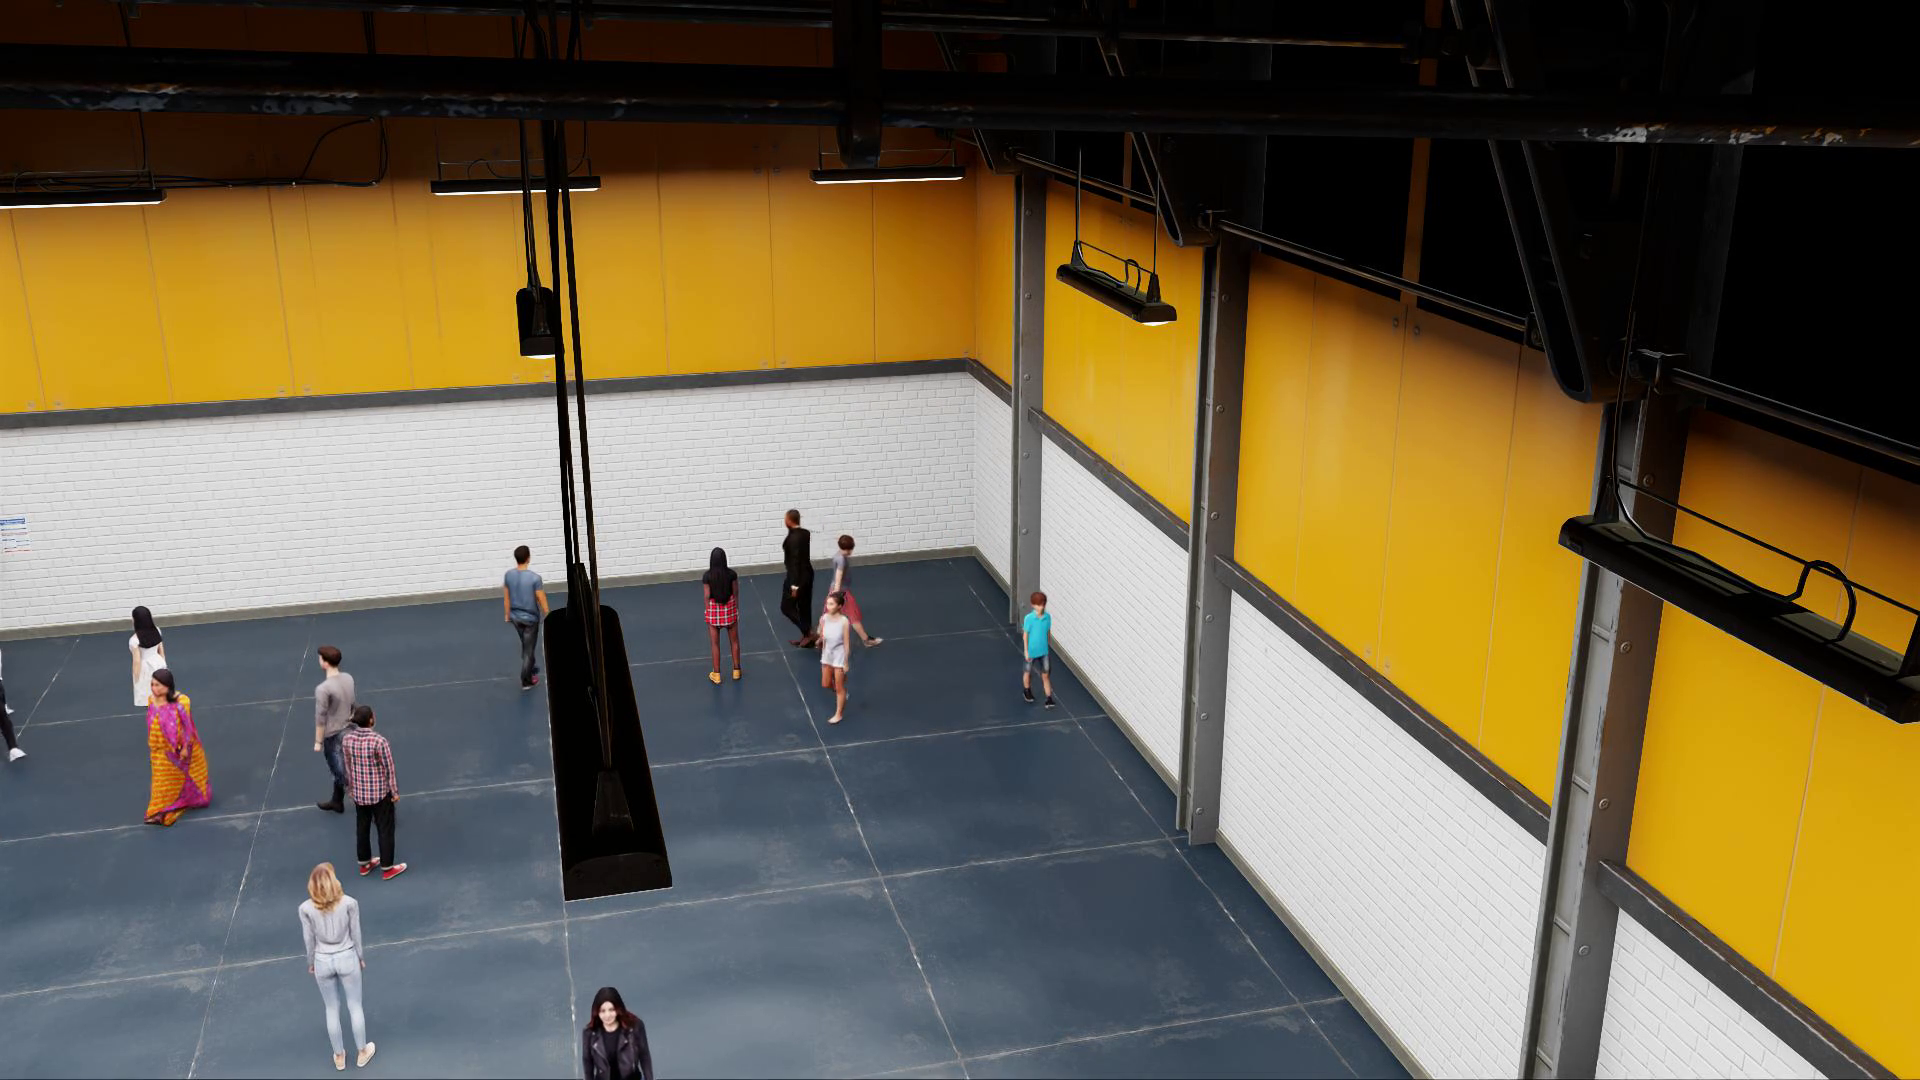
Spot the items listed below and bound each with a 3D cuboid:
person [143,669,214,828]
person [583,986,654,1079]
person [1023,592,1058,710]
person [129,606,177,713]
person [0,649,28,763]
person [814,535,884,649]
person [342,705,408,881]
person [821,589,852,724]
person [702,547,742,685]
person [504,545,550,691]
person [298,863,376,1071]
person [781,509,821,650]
[{"bbox_3d":[-8.078,2.067,17.215,0.920,1.666,1.226,2,19,6],"label":"person"},{"bbox_3d":[-2.434,3.882,11.914,0.688,1.610,1.035,-3,19,-10],"label":"person"},{"bbox_3d":[0.882,1.291,19.912,0.519,1.416,0.903,-5,19,-14],"label":"person"},{"bbox_3d":[-9.001,1.569,18.534,0.835,1.768,0.762,8,20,22],"label":"person"},{"bbox_3d":[-10.900,1.560,18.403,1.332,1.868,1.201,13,23,34],"label":"person"},{"bbox_3d":[-1.606,0.711,21.372,0.880,1.581,1.104,-3,19,-9],"label":"person"},{"bbox_3d":[-5.670,2.419,16.027,0.768,1.756,0.761,5,19,15],"label":"person"},{"bbox_3d":[-1.396,1.343,19.463,0.739,1.603,0.797,13,22,33],"label":"person"},{"bbox_3d":[-2.946,0.914,20.543,0.637,1.727,0.627,-8,20,-22],"label":"person"},{"bbox_3d":[-5.345,0.971,20.270,0.873,1.793,0.948,5,19,15],"label":"person"},{"bbox_3d":[-4.933,3.364,13.161,0.598,1.796,0.517,-4,19,-11],"label":"person"},{"bbox_3d":[-1.994,0.529,21.432,0.948,1.890,0.874,6,20,18],"label":"person"}]
